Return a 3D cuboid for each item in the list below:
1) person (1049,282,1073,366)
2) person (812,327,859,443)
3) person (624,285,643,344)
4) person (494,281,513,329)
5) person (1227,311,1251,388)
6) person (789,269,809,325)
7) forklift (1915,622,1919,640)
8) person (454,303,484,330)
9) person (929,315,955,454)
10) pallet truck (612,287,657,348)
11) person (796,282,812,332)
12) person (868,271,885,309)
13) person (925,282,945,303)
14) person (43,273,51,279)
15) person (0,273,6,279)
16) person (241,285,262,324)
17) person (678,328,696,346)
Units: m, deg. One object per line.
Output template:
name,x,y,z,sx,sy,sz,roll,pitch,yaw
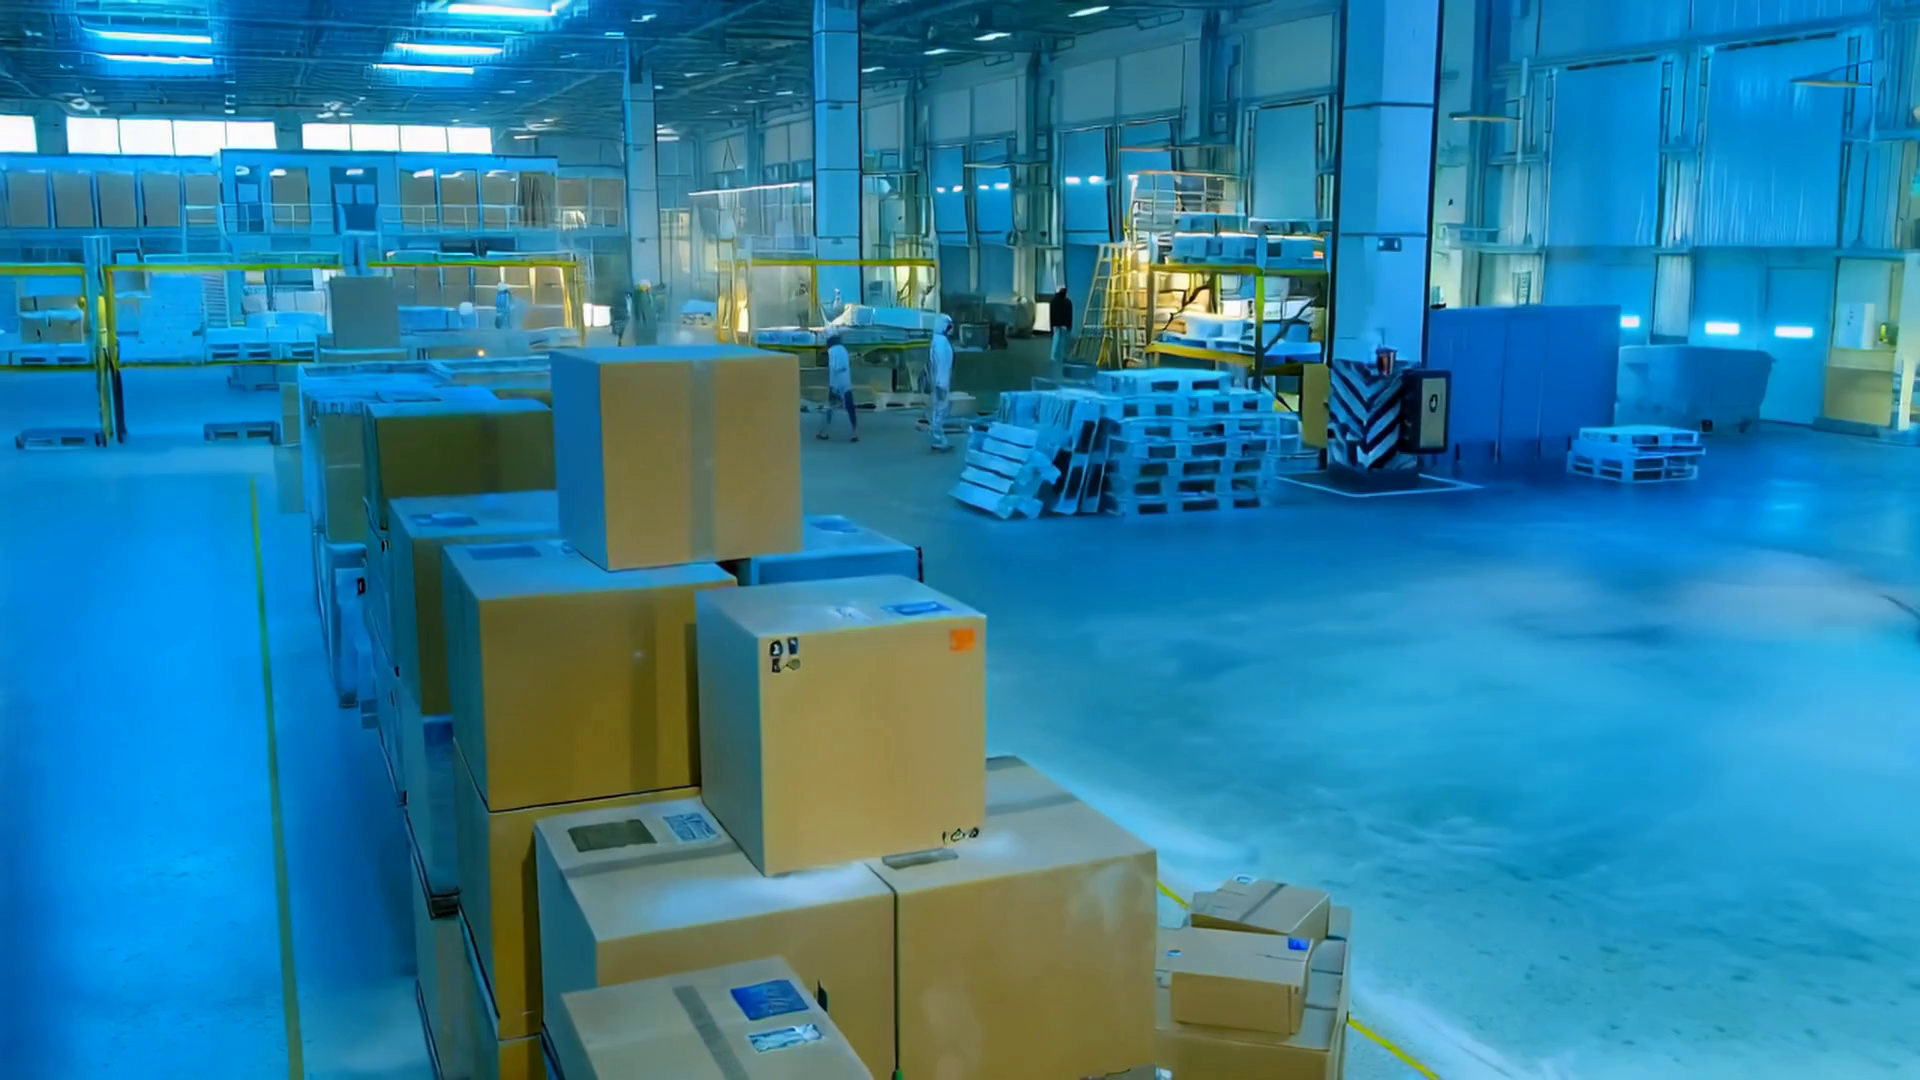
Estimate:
person,2.394,-5.106,39.312,0.608,1.987,0.407,-6,12,-29
person,-1.815,-2.285,24.569,0.837,1.683,0.500,8,13,39
person,-9.350,-6.459,47.586,0.630,1.679,0.539,9,13,39
person,-12.713,-6.312,46.424,0.630,1.810,0.770,8,13,38
person,4.614,-2.863,27.365,0.913,1.838,0.589,0,10,0
person,-5.561,-8.387,57.459,0.977,1.943,0.630,-5,12,-27
forklift,7.536,-0.447,11.148,1.129,2.768,1.873,1,10,8
person,-9.337,-3.636,31.785,0.631,1.787,1.019,-10,14,-44
person,-0.250,-2.186,23.348,0.371,1.933,0.627,1,10,4
pallet truck,-6.464,-4.406,35.401,0.823,1.965,1.885,6,12,32
person,-4.510,-6.637,48.446,0.545,1.714,0.924,-6,12,-29
person,-2.842,-8.216,56.679,0.568,1.901,0.886,-2,10,-10
person,-0.741,-6.889,49.283,0.591,1.926,0.386,-2,10,-9
person,-28.792,-7.476,52.562,0.460,1.908,0.604,5,11,25
person,-28.597,-6.997,49.749,0.607,1.986,1.115,4,11,23
person,-17.633,-5.433,41.516,0.524,1.844,0.820,-2,11,-12
person,-3.483,-1.808,21.505,0.351,1.847,0.507,2,10,11
